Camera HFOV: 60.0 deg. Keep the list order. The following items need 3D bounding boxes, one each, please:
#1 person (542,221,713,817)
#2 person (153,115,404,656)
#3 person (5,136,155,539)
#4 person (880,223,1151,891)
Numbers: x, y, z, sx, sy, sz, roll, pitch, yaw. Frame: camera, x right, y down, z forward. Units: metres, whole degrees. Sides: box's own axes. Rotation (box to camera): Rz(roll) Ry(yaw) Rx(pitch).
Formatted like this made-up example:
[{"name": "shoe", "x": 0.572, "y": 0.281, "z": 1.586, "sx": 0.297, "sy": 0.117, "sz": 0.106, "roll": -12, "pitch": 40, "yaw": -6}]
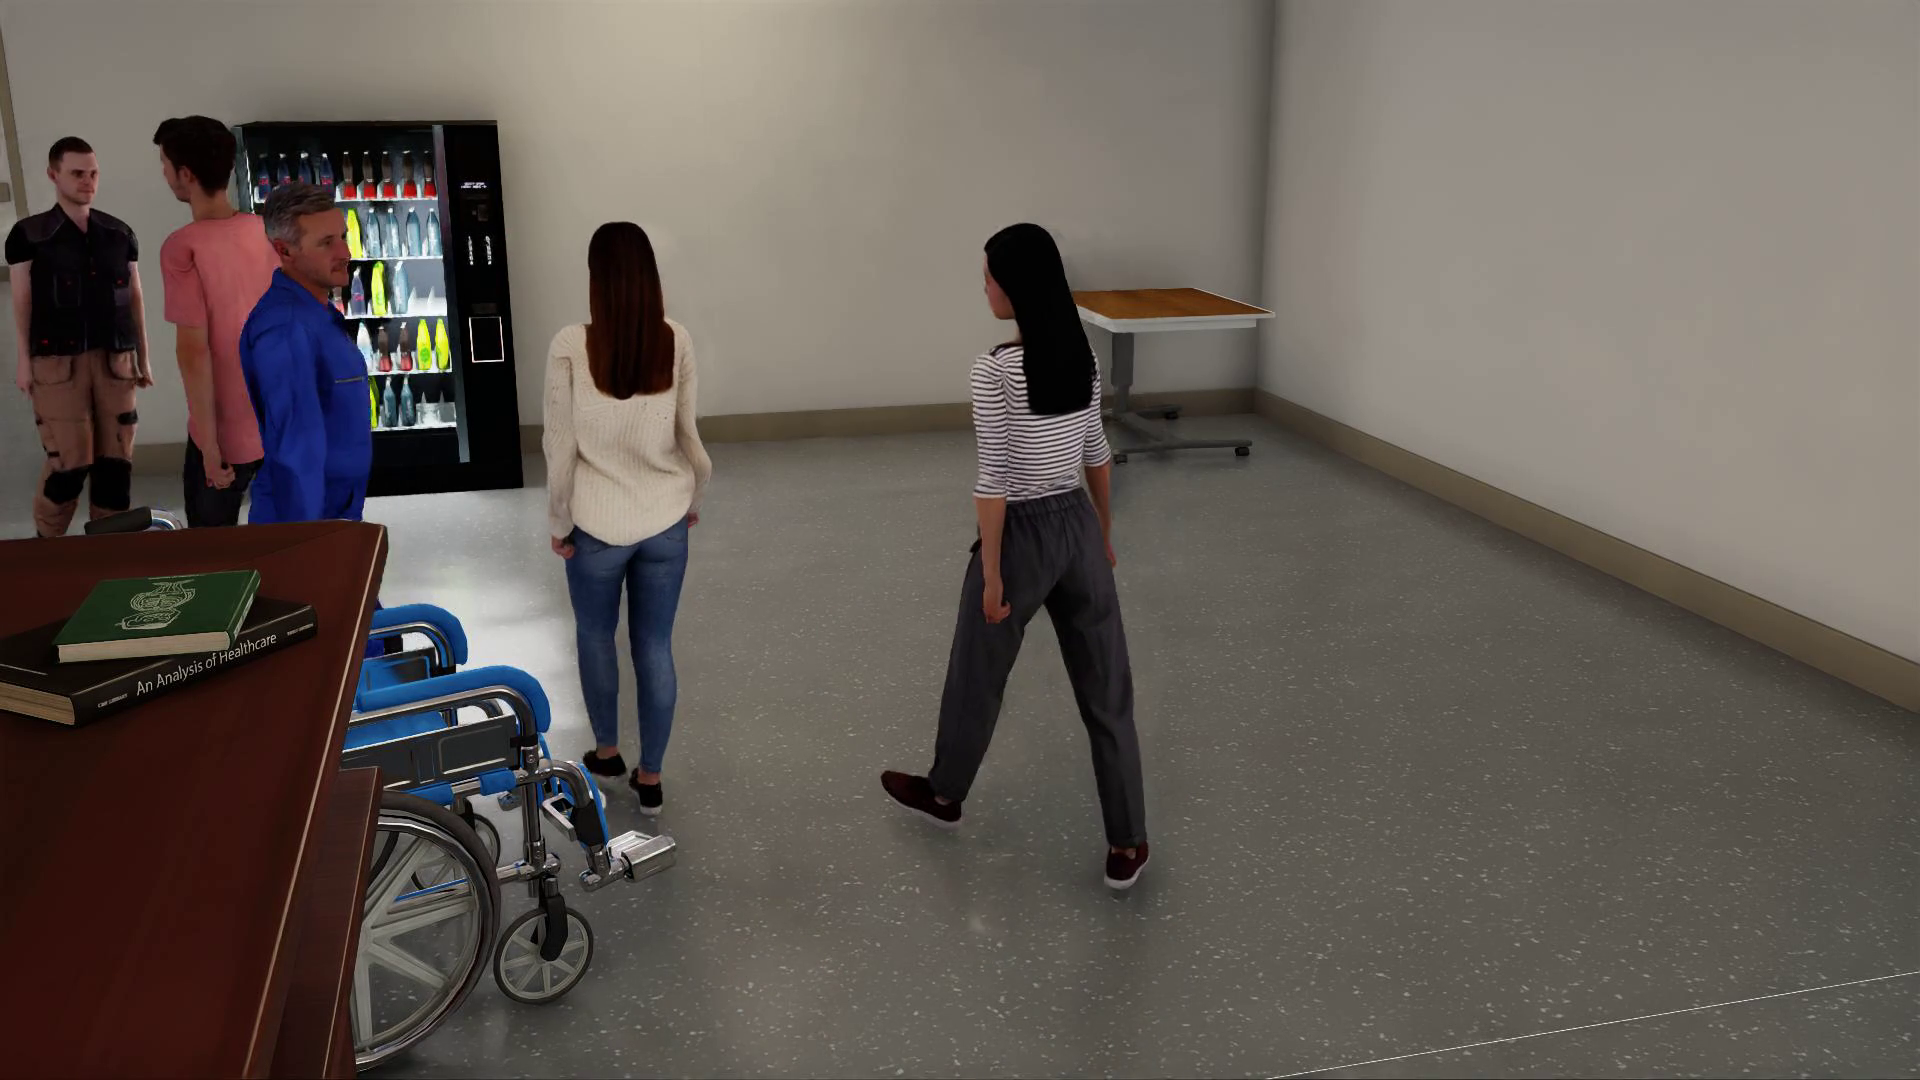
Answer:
[{"name": "person", "x": -0.895, "y": -0.026, "z": 4.658, "sx": 0.604, "sy": 1.681, "sz": 0.733, "roll": -6, "pitch": 17, "yaw": -22}, {"name": "person", "x": -2.162, "y": -0.315, "z": 5.259, "sx": 1.288, "sy": 1.911, "sz": 1.178, "roll": 8, "pitch": 18, "yaw": 26}, {"name": "person", "x": -3.693, "y": -0.742, "z": 6.946, "sx": 0.921, "sy": 1.818, "sz": 0.842, "roll": 15, "pitch": 22, "yaw": 43}, {"name": "person", "x": 0.268, "y": 0.087, "z": 4.230, "sx": 1.030, "sy": 1.696, "sz": 0.952, "roll": -9, "pitch": 18, "yaw": -29}]
